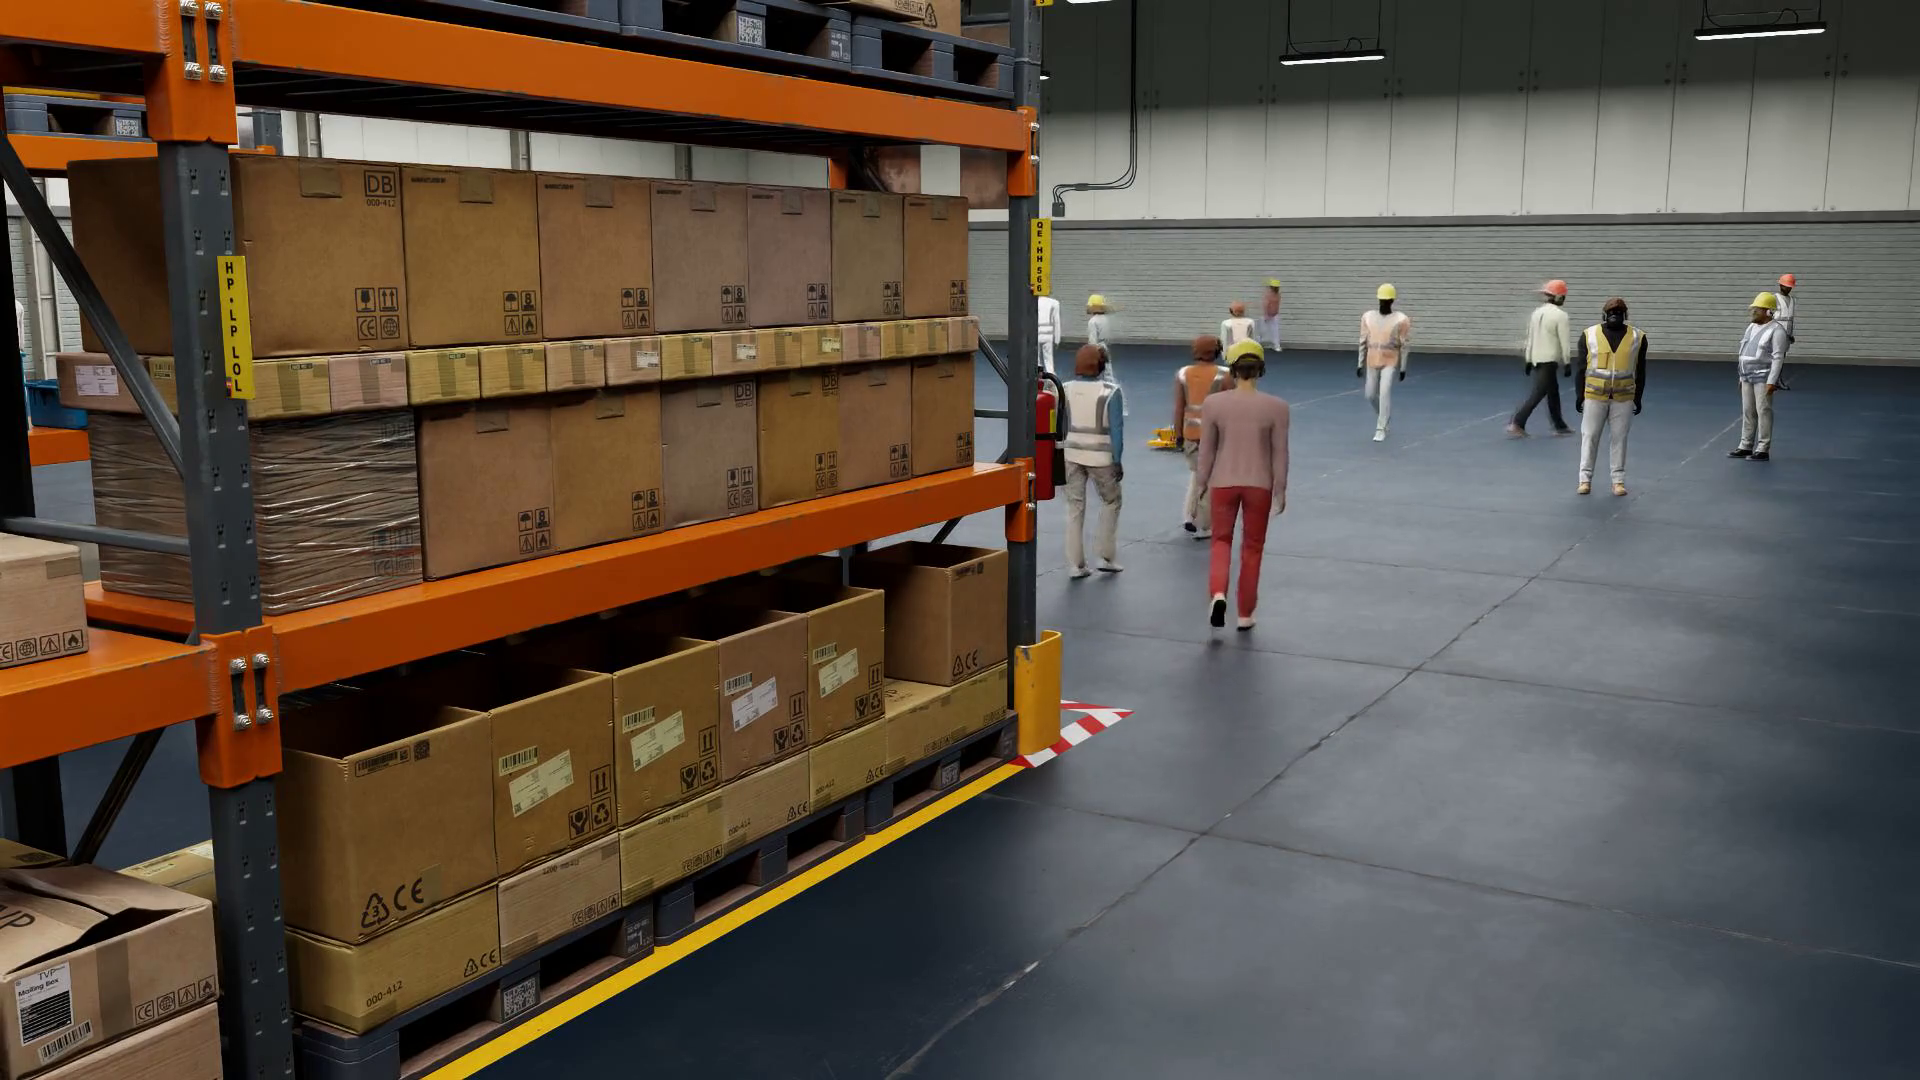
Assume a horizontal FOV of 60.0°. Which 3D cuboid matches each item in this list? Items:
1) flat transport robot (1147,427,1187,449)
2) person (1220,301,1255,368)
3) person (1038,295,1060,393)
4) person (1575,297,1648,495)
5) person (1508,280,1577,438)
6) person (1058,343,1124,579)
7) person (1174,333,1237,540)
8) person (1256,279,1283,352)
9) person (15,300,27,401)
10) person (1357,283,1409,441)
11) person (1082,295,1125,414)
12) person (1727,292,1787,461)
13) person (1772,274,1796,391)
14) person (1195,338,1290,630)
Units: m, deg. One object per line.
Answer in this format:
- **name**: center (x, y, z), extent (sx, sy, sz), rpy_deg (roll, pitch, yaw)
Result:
- **flat transport robot**: center (2.843, -1.233, 19.535), extent (0.652, 0.197, 1.431), rpy_deg (7, 12, 37)
- **person**: center (3.895, -2.555, 23.402), extent (0.522, 1.592, 0.850), rpy_deg (-1, 10, -5)
- **person**: center (1.276, -3.157, 26.133), extent (0.580, 1.873, 0.485), rpy_deg (-1, 10, -5)
- **person**: center (6.075, -1.338, 15.557), extent (0.627, 1.844, 0.429), rpy_deg (3, 10, 15)
- **person**: center (7.188, -2.220, 20.435), extent (1.017, 1.949, 0.635), rpy_deg (-3, 10, -15)
- **person**: center (0.941, -0.550, 11.552), extent (0.540, 1.620, 0.560), rpy_deg (6, 11, 32)
- **person**: center (1.957, -0.815, 13.118), extent (0.518, 1.624, 0.428), rpy_deg (7, 12, 37)
- **person**: center (7.248, -5.269, 39.020), extent (0.528, 1.694, 0.954), rpy_deg (-5, 11, -27)
- **person**: center (-13.593, -2.747, 23.611), extent (0.406, 1.910, 0.639), rpy_deg (4, 10, 20)
- **person**: center (5.159, -2.168, 20.225), extent (0.602, 1.908, 0.682), rpy_deg (6, 12, 33)
- **person**: center (1.923, -2.572, 23.217), extent (0.913, 1.694, 0.505), rpy_deg (7, 12, 34)
- **person**: center (8.699, -1.777, 18.140), extent (0.404, 1.837, 0.589), rpy_deg (-2, 10, -11)
- **person**: center (13.633, -3.438, 27.599), extent (0.543, 1.928, 0.373), rpy_deg (-3, 10, -18)
- **person**: center (1.652, -0.305, 9.772), extent (0.547, 1.748, 0.509), rpy_deg (3, 10, 16)
